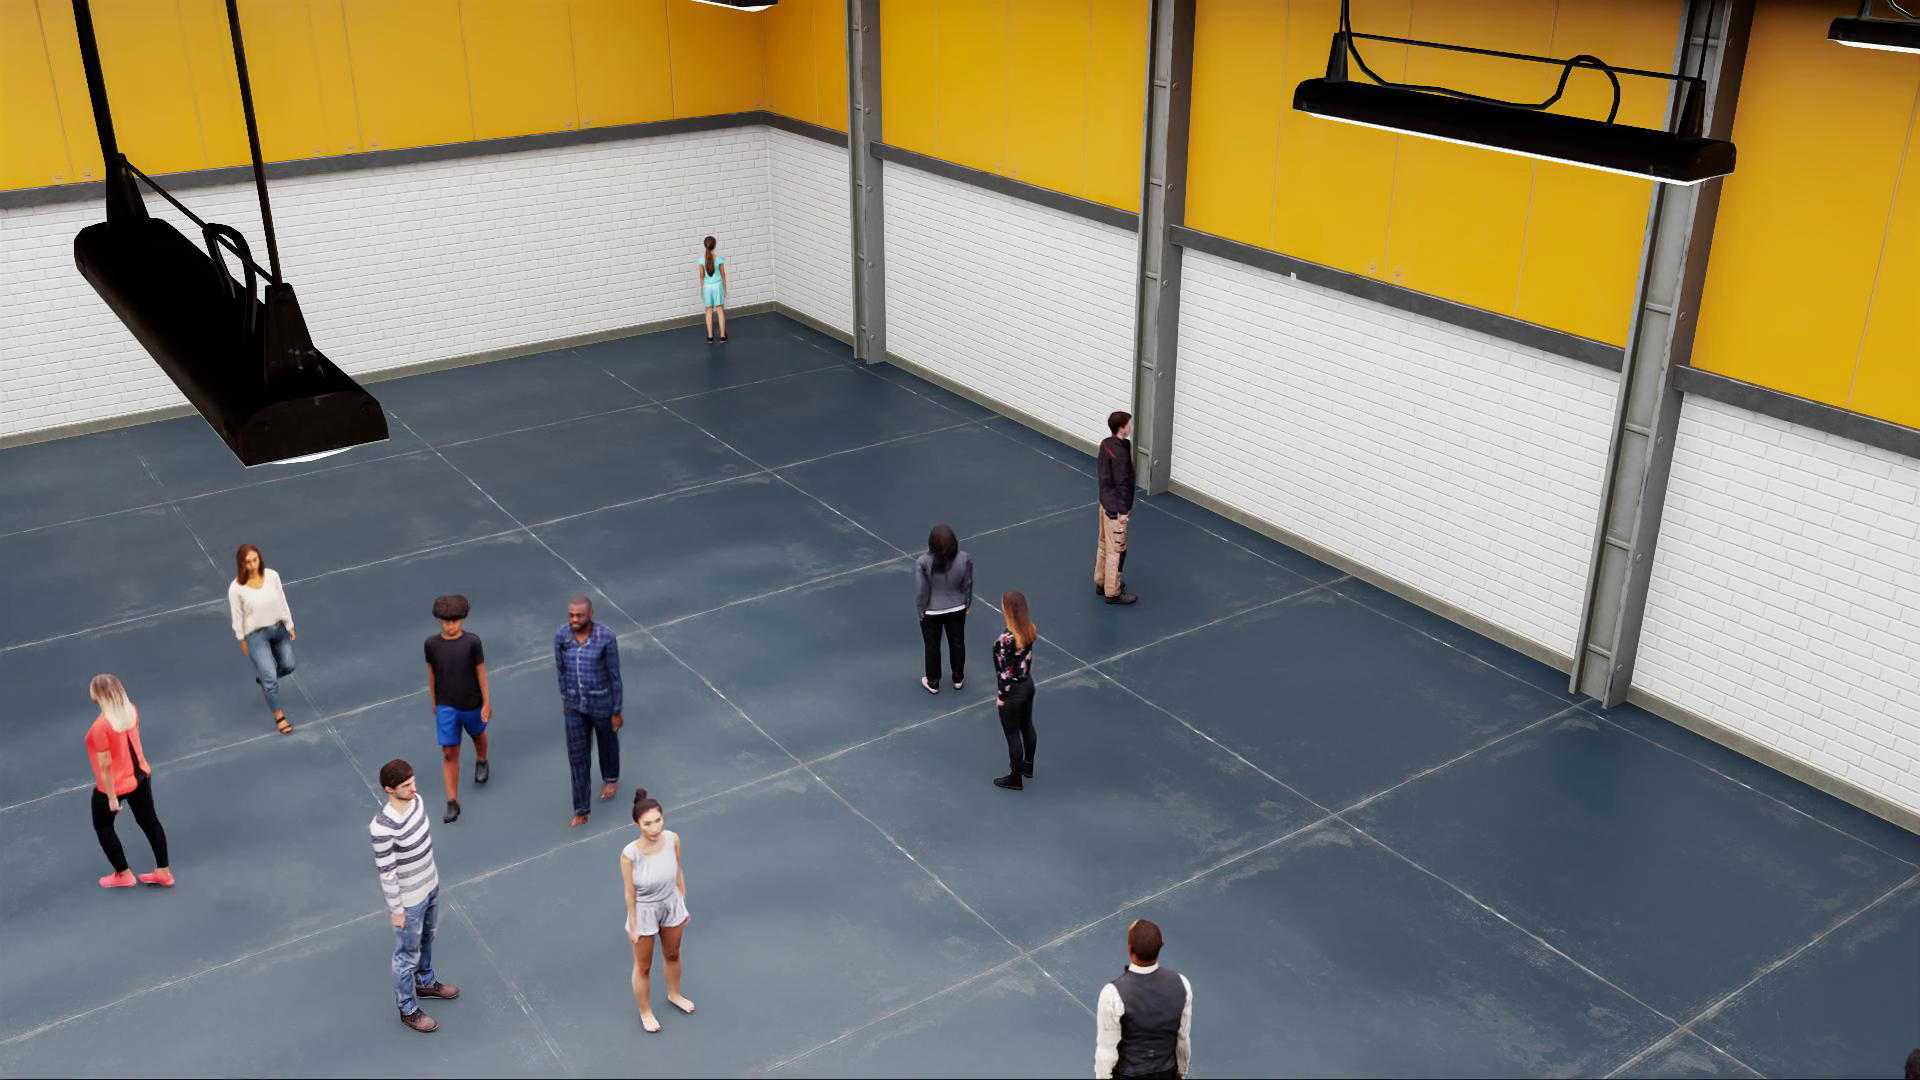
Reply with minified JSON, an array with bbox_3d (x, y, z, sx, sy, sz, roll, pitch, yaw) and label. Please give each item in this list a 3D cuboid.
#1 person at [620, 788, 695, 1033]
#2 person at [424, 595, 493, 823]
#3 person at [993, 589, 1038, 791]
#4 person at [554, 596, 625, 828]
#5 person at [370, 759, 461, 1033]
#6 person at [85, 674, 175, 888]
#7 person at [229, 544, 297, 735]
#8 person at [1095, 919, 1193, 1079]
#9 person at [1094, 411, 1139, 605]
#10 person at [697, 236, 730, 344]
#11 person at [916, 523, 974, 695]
[{"bbox_3d":[-1.915,2.310,10.434,0.572,1.610,0.553,-20,30,-37],"label":"person"},{"bbox_3d":[-3.822,1.200,12.809,1.004,1.743,1.245,-2,24,-6],"label":"person"},{"bbox_3d":[0.443,1.154,12.986,0.629,1.684,0.639,14,27,29],"label":"person"},{"bbox_3d":[-2.777,1.227,12.701,1.123,1.780,1.223,2,24,4],"label":"person"},{"bbox_3d":[-3.445,2.183,10.424,0.764,1.852,0.708,4,24,10],"label":"person"},{"bbox_3d":[-5.786,1.727,11.686,0.885,1.677,0.823,5,24,12],"label":"person"},{"bbox_3d":[-5.817,0.773,13.880,0.709,1.666,0.901,-21,31,-40],"label":"person"},{"bbox_3d":[0.983,2.893,8.751,0.996,1.891,1.278,-5,24,-12],"label":"person"},{"bbox_3d":[1.501,-0.331,16.086,0.840,1.923,0.672,-6,24,-12],"label":"person"},{"bbox_3d":[-3.582,-3.640,24.111,0.634,1.558,0.664,-1,24,-3],"label":"person"},{"bbox_3d":[-0.147,0.577,14.423,0.757,1.592,0.772,-6,24,-14],"label":"person"}]
